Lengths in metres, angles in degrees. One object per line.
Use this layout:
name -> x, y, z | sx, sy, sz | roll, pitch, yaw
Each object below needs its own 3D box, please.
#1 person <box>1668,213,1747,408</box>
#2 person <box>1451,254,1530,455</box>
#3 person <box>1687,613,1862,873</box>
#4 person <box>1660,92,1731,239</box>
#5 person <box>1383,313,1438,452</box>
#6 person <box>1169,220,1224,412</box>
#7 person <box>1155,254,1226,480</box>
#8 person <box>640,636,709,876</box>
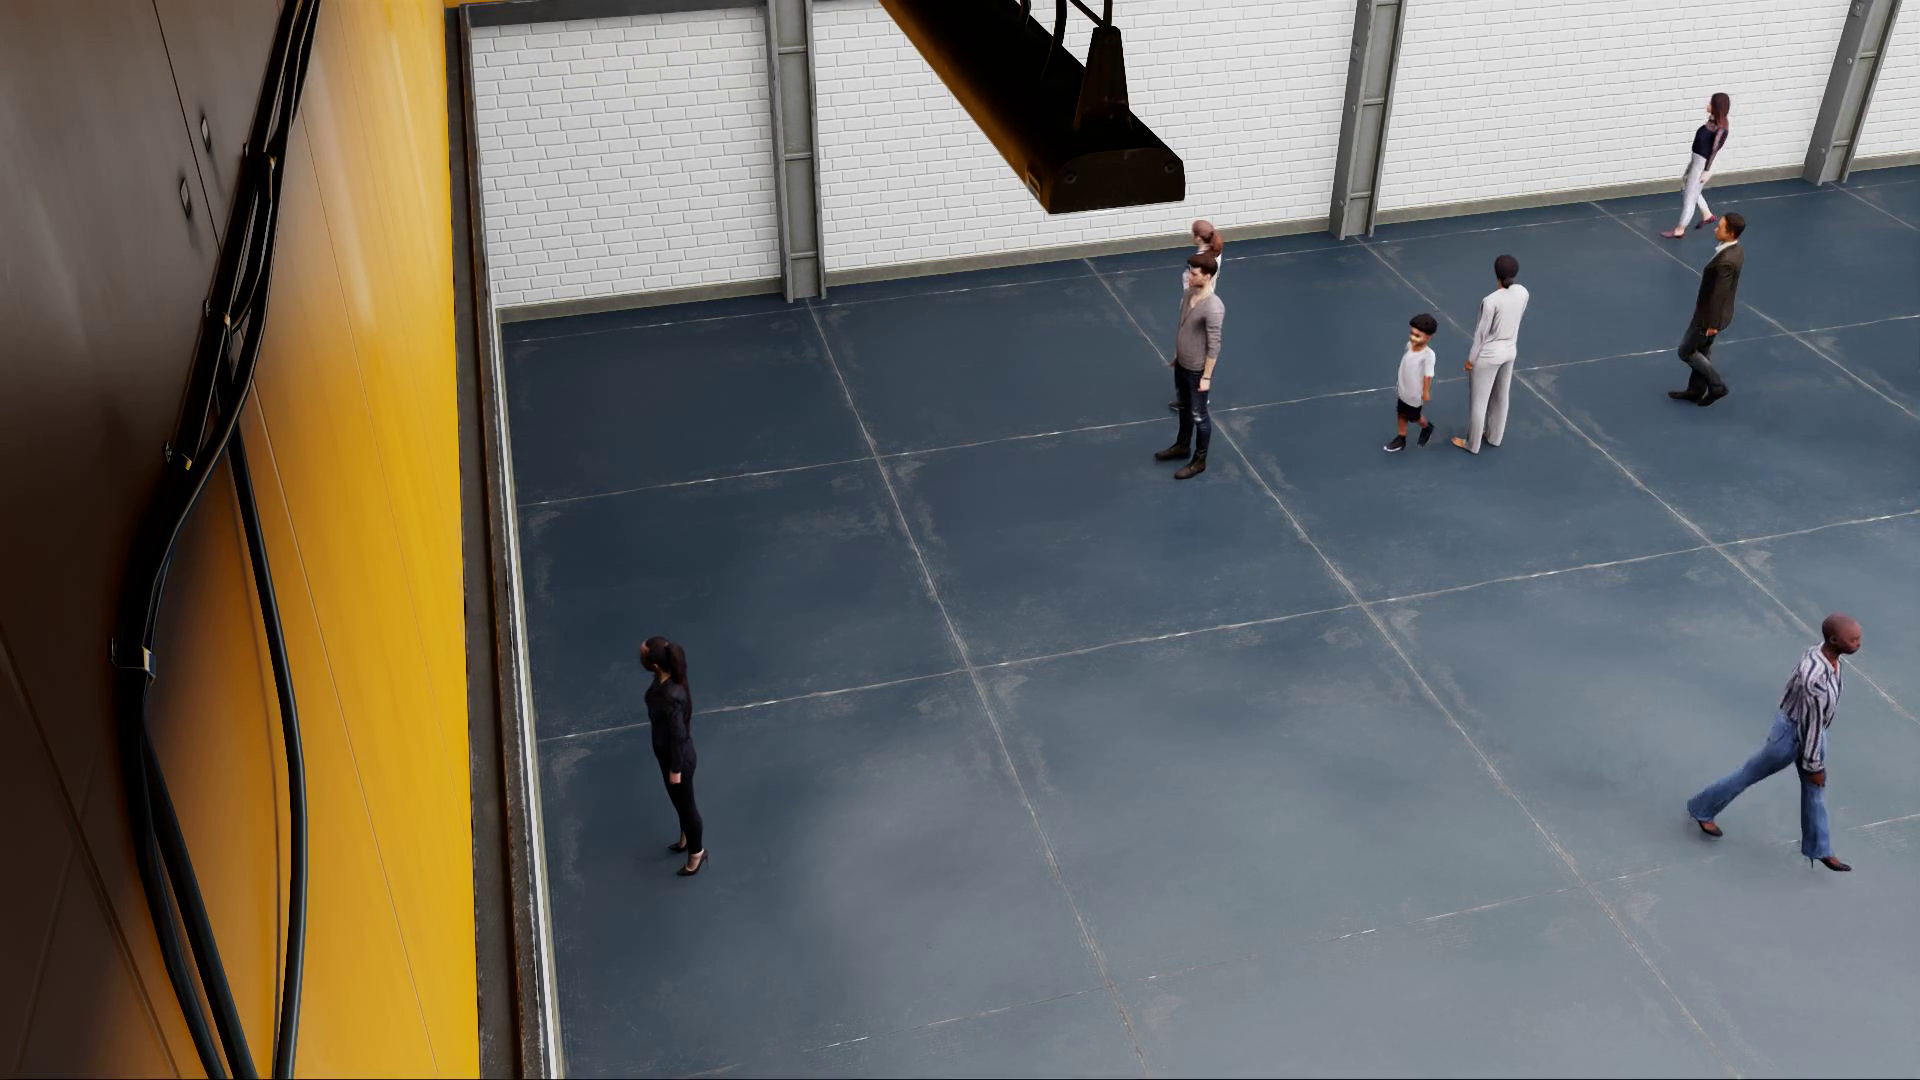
person -> 6.569, -1.935, 14.293 | 0.941, 1.789, 0.878 | 20, 38, 27
person -> 4.420, -1.538, 13.744 | 0.557, 1.736, 0.735 | -17, 37, -23
person -> 4.743, 1.160, 9.685 | 1.159, 1.736, 1.175 | 22, 40, 30
person -> 7.816, -3.902, 17.426 | 0.893, 1.597, 0.796 | 6, 34, 10
person -> 3.821, -1.314, 13.848 | 0.714, 1.249, 0.581 | -18, 38, -25
person -> 2.056, -1.927, 14.313 | 0.728, 1.753, 0.649 | 25, 41, 32
person -> 1.903, -1.417, 13.409 | 0.623, 1.904, 0.712 | -13, 36, -19
person -> -1.645, 1.234, 9.597 | 0.460, 1.711, 0.572 | -9, 35, -13
